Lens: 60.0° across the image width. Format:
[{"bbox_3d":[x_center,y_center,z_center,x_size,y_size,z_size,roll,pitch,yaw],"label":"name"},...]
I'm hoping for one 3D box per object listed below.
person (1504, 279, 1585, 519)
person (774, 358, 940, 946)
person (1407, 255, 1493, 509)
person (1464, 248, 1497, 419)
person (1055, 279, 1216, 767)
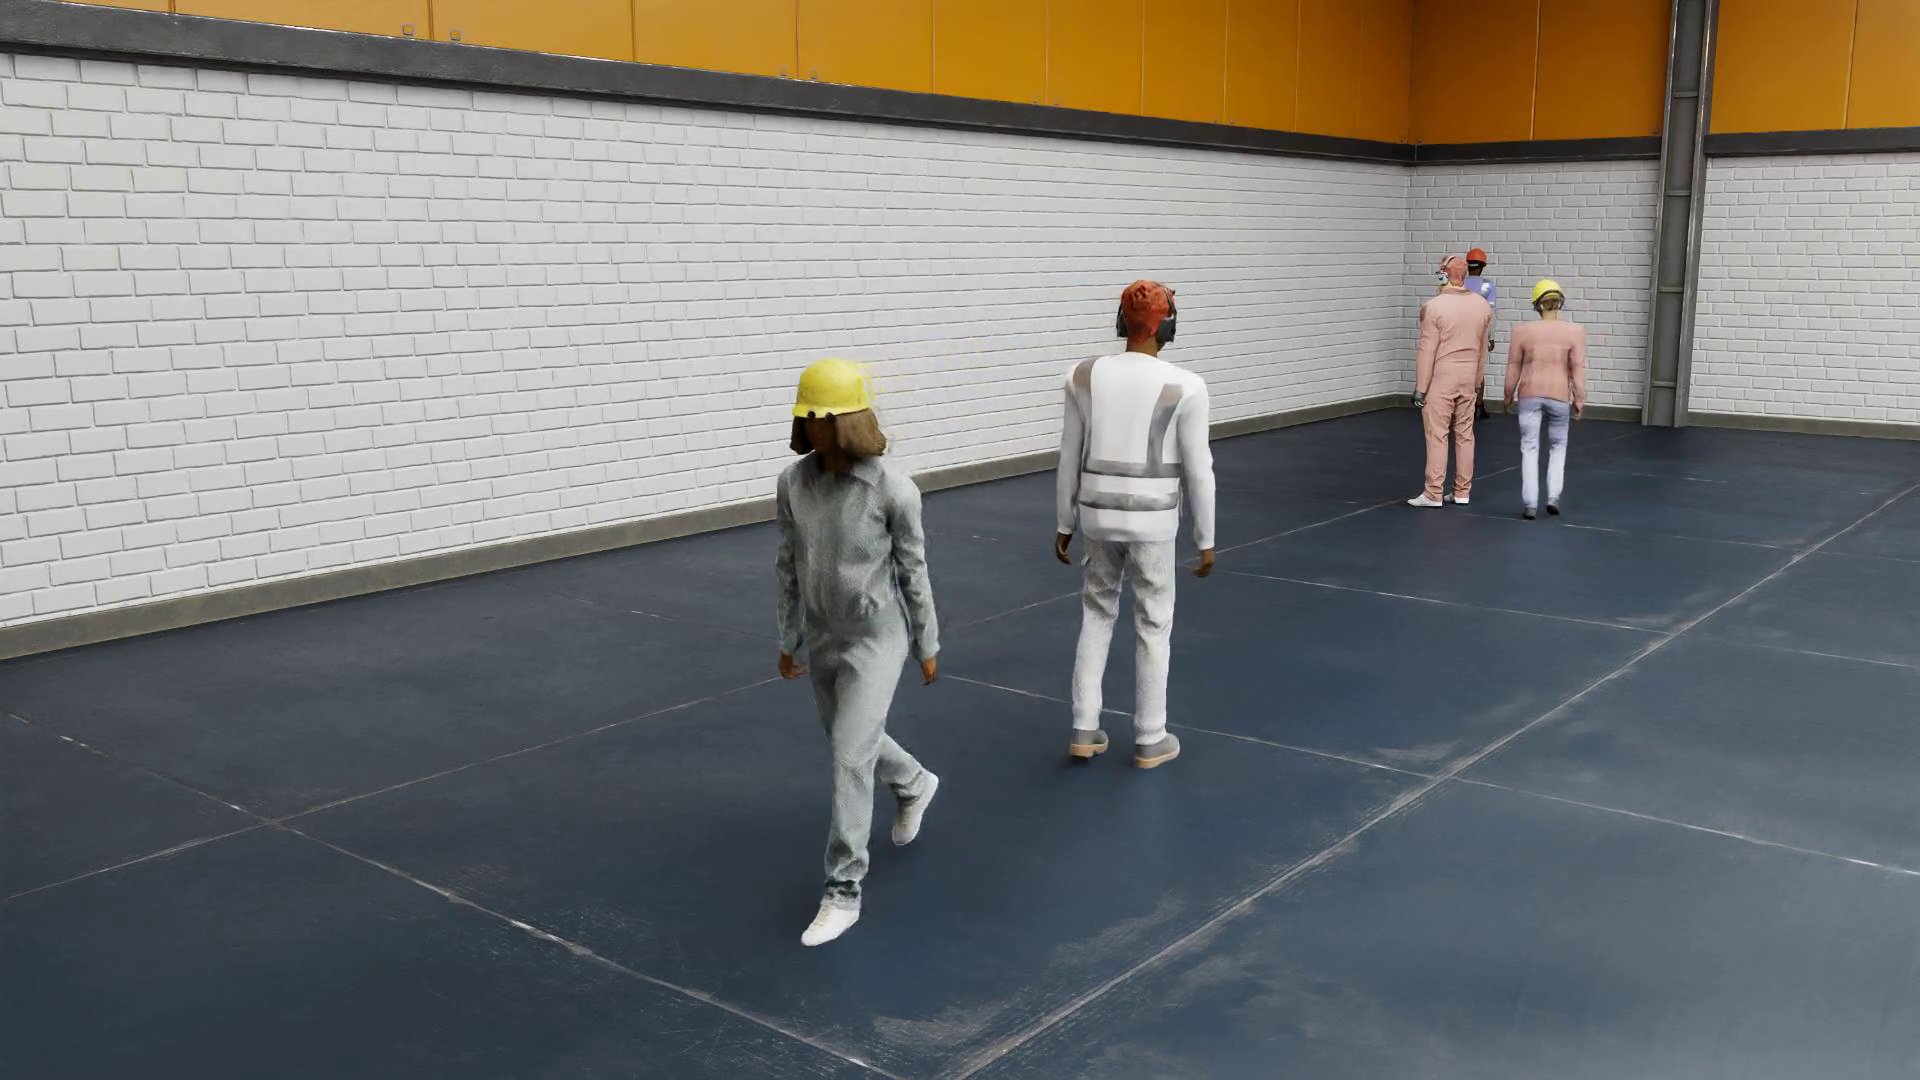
[{"bbox_3d":[4.256,-1.026,12.143,0.543,1.734,0.527,3,11,17],"label":"person"},{"bbox_3d":[-0.266,0.278,5.066,0.497,1.704,0.844,6,12,32],"label":"person"},{"bbox_3d":[3.686,-1.192,12.596,0.643,1.913,0.410,-5,11,-26],"label":"person"},{"bbox_3d":[5.805,-2.330,18.853,0.542,1.930,0.367,6,12,31],"label":"person"},{"bbox_3d":[0.671,-0.047,6.348,0.628,1.876,0.424,5,11,27],"label":"person"}]
